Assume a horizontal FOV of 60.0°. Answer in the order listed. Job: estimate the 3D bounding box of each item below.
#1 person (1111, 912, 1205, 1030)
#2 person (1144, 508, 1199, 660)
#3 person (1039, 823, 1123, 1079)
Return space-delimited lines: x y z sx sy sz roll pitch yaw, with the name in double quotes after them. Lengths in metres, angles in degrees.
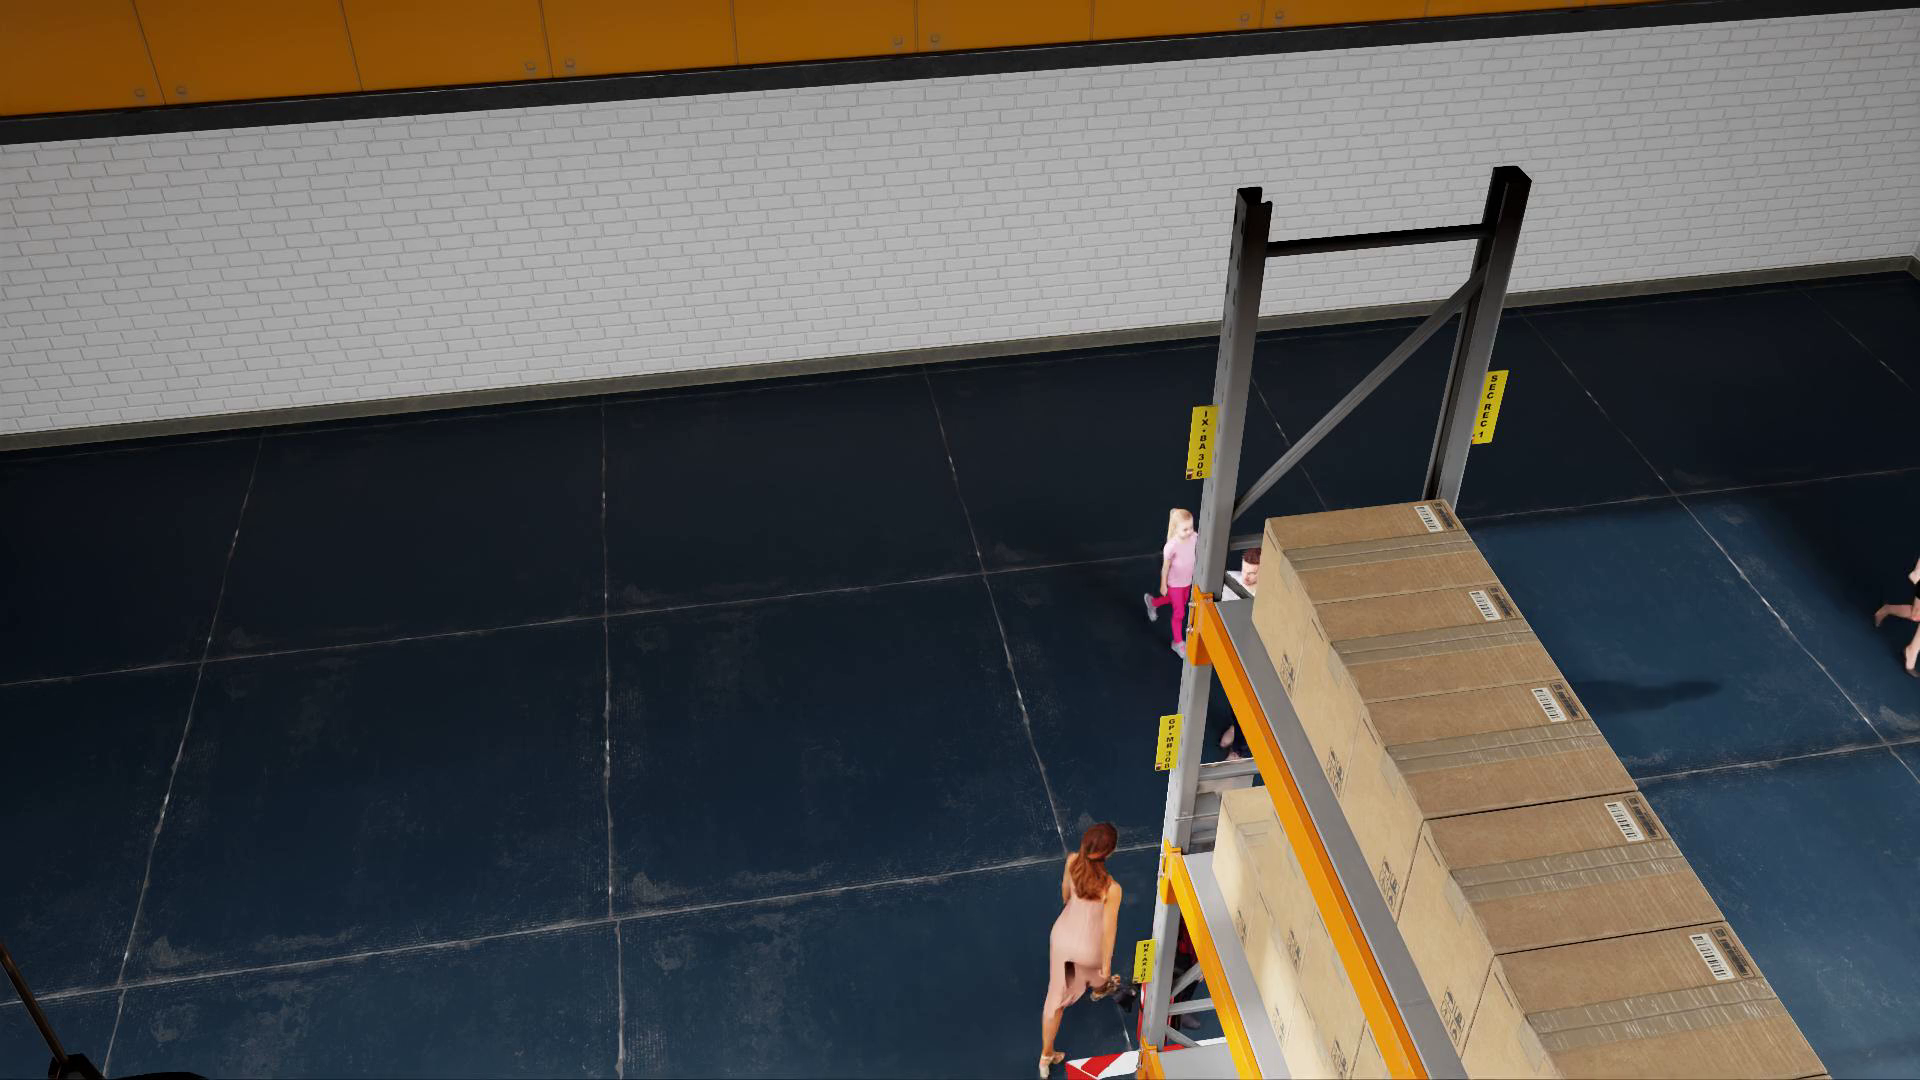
1.207 2.322 9.485 0.775 1.632 0.798 1 39 1 "person"
1.593 0.262 12.365 0.737 1.257 0.898 -27 46 -30 "person"
0.626 2.334 9.352 1.091 1.779 1.099 27 46 30 "person"
